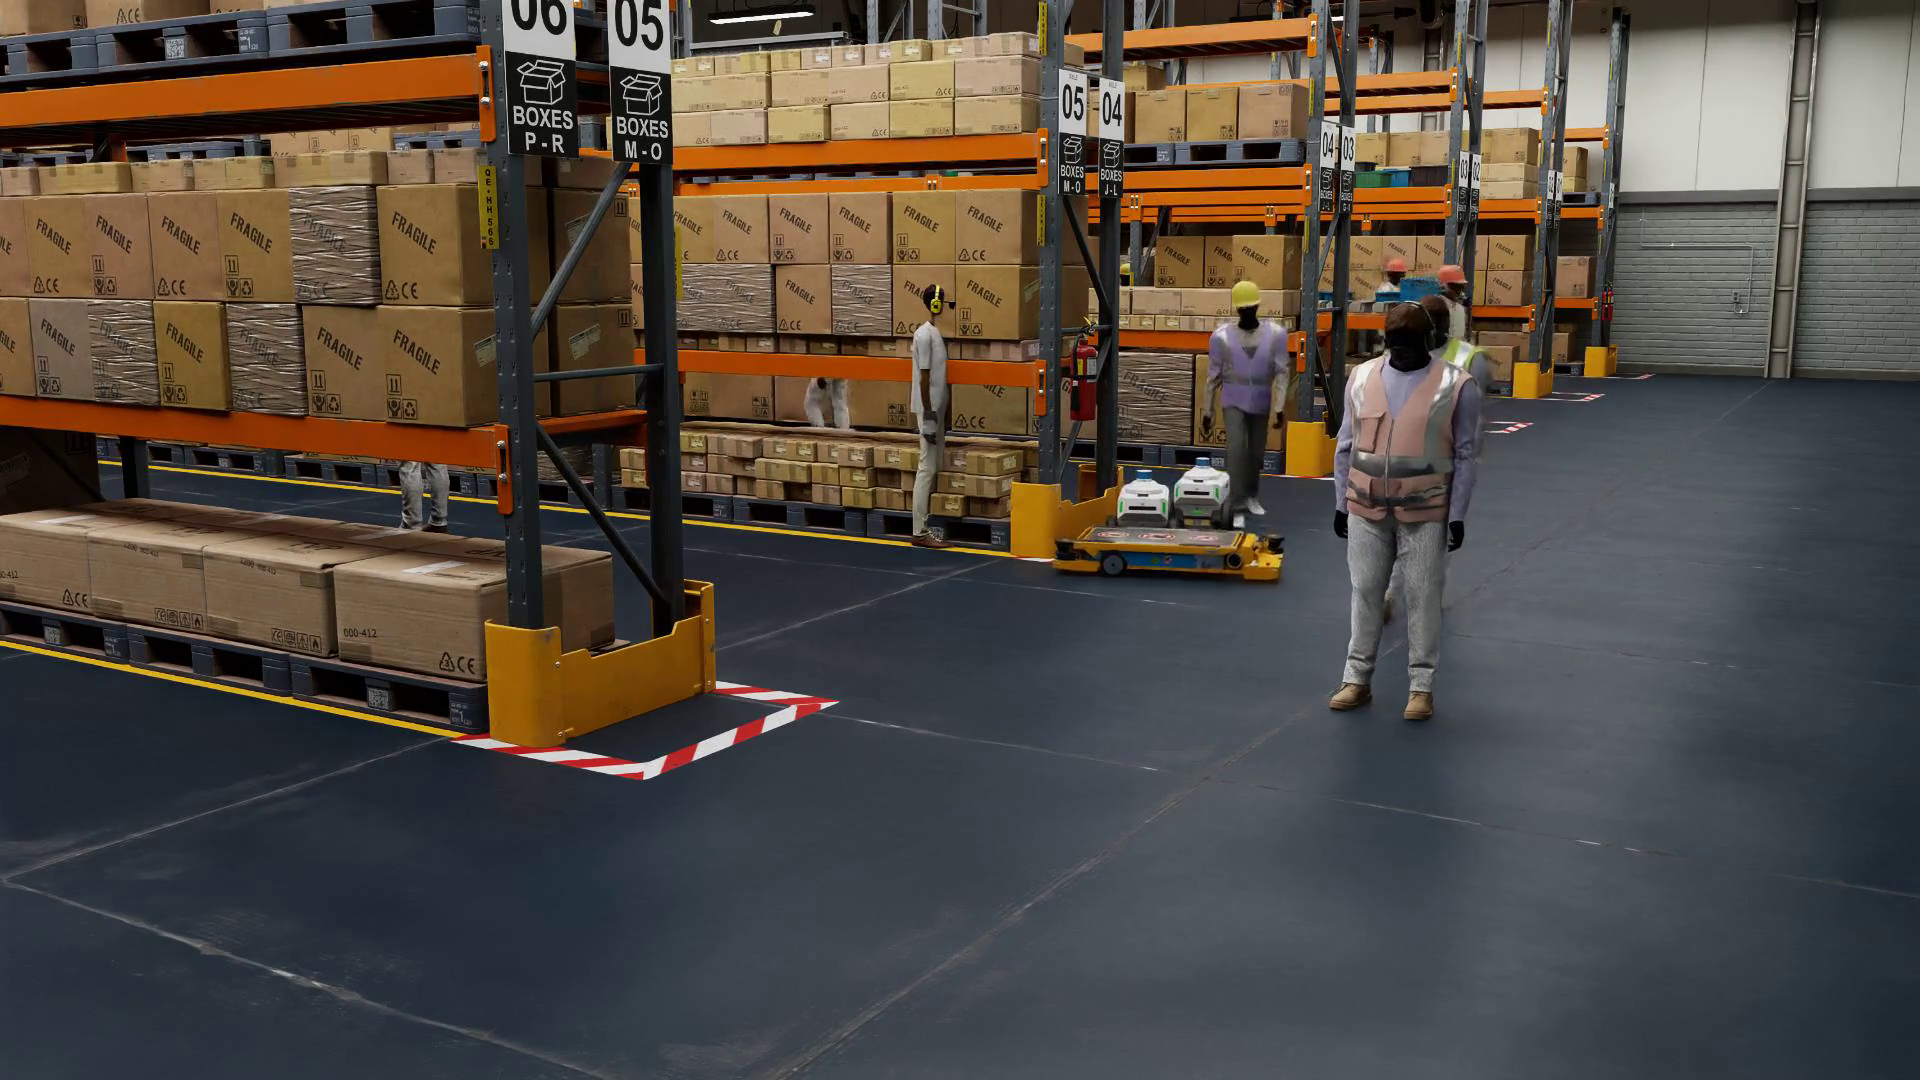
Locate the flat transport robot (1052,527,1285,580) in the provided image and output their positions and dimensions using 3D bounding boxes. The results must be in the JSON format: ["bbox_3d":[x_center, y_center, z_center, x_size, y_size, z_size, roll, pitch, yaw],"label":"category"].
[{"bbox_3d":[1.356,0.071,10.741,1.431,0.197,0.652,2,10,14],"label":"flat transport robot"}]

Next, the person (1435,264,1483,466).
[{"bbox_3d":[4.722,-1.732,16.384,0.995,1.958,0.625,9,14,44],"label":"person"}]

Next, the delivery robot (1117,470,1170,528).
[{"bbox_3d":[1.269,-0.241,11.464,0.477,0.478,0.707,1,10,8],"label":"delivery robot"}]

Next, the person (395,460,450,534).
[{"bbox_3d":[-3.889,-0.944,11.809,0.372,1.940,0.632,5,11,28],"label":"person"}]

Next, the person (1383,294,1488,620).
[{"bbox_3d":[2.549,-0.436,9.195,0.631,1.813,0.794,5,11,28],"label":"person"}]

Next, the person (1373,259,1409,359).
[{"bbox_3d":[6.208,-3.042,23.959,1.042,1.992,0.627,4,11,25],"label":"person"}]

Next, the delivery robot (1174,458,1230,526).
[{"bbox_3d":[1.775,-0.360,12.163,0.477,0.478,0.707,3,10,15],"label":"delivery robot"}]

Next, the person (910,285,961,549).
[{"bbox_3d":[-0.174,-0.868,11.605,0.326,1.860,0.515,2,10,12],"label":"person"}]

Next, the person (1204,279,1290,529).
[{"bbox_3d":[2.176,-1.059,12.696,0.607,1.881,0.883,0,10,0],"label":"person"}]

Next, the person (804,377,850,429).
[{"bbox_3d":[-1.303,-1.674,16.276,0.564,1.864,0.596,6,12,32],"label":"person"}]

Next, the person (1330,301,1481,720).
[{"bbox_3d":[1.937,-0.129,7.340,0.620,1.838,0.429,6,11,31],"label":"person"}]

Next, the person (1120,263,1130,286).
[{"bbox_3d":[2.432,-3.128,24.659,0.393,1.920,0.586,5,11,29],"label":"person"}]
